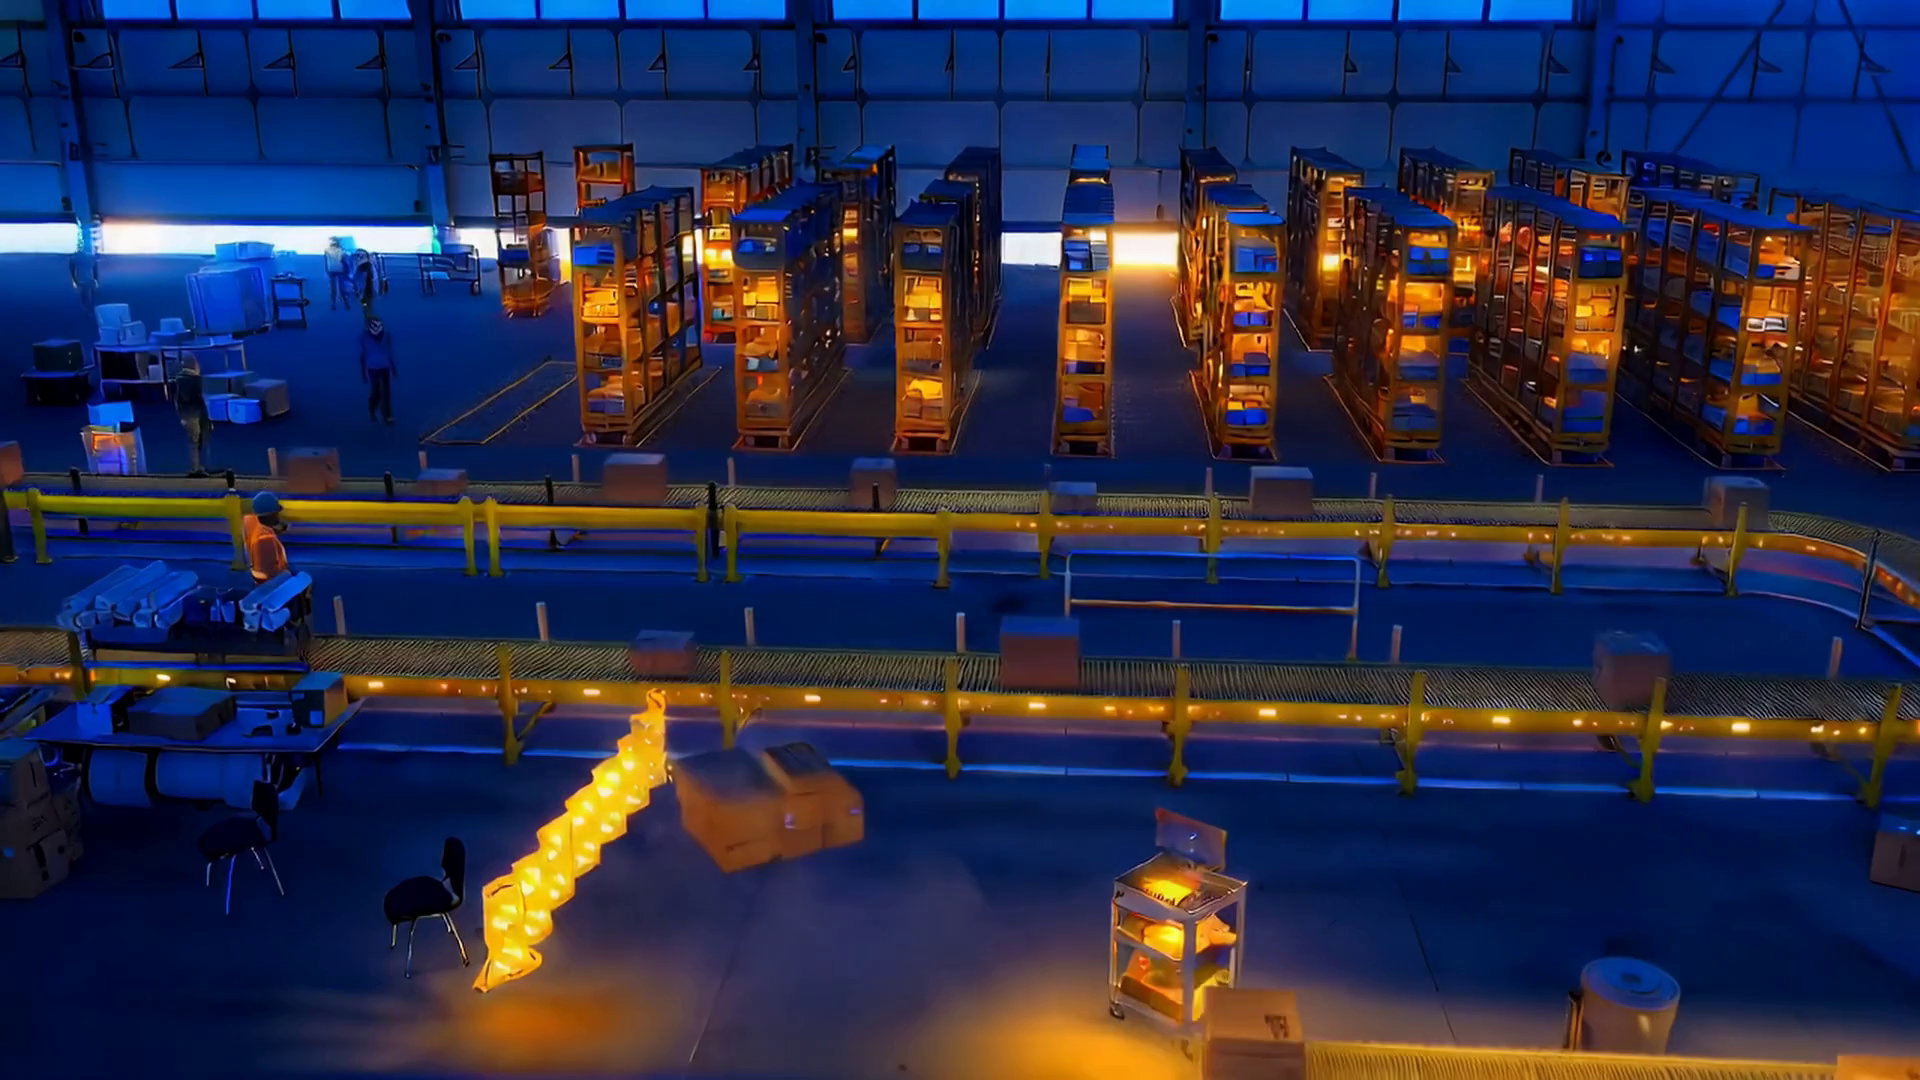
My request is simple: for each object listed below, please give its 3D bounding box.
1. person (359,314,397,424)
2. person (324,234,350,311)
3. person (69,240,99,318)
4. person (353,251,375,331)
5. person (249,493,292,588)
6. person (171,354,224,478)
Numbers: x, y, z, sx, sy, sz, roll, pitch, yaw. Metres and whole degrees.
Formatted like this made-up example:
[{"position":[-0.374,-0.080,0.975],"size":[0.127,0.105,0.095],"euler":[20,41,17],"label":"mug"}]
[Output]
[{"position":[-9.608,-2.823,27.506],"size":[0.589,1.835,0.436],"euler":[-16,23,-41],"label":"person"},{"position":[-14.308,-6.151,38.225],"size":[0.484,1.744,0.296],"euler":[-8,19,-24],"label":"person"},{"position":[-19.597,-5.844,37.256],"size":[0.587,1.735,0.390],"euler":[-13,22,-36],"label":"person"},{"position":[-12.293,-5.004,34.324],"size":[0.400,1.905,0.643],"euler":[-3,18,-8],"label":"person"},{"position":[-6.960,0.469,16.883],"size":[0.404,1.945,0.614],"euler":[-8,19,-24],"label":"person"},{"position":[-11.138,-1.806,24.287],"size":[0.600,1.833,0.404],"euler":[4,18,12],"label":"person"}]
